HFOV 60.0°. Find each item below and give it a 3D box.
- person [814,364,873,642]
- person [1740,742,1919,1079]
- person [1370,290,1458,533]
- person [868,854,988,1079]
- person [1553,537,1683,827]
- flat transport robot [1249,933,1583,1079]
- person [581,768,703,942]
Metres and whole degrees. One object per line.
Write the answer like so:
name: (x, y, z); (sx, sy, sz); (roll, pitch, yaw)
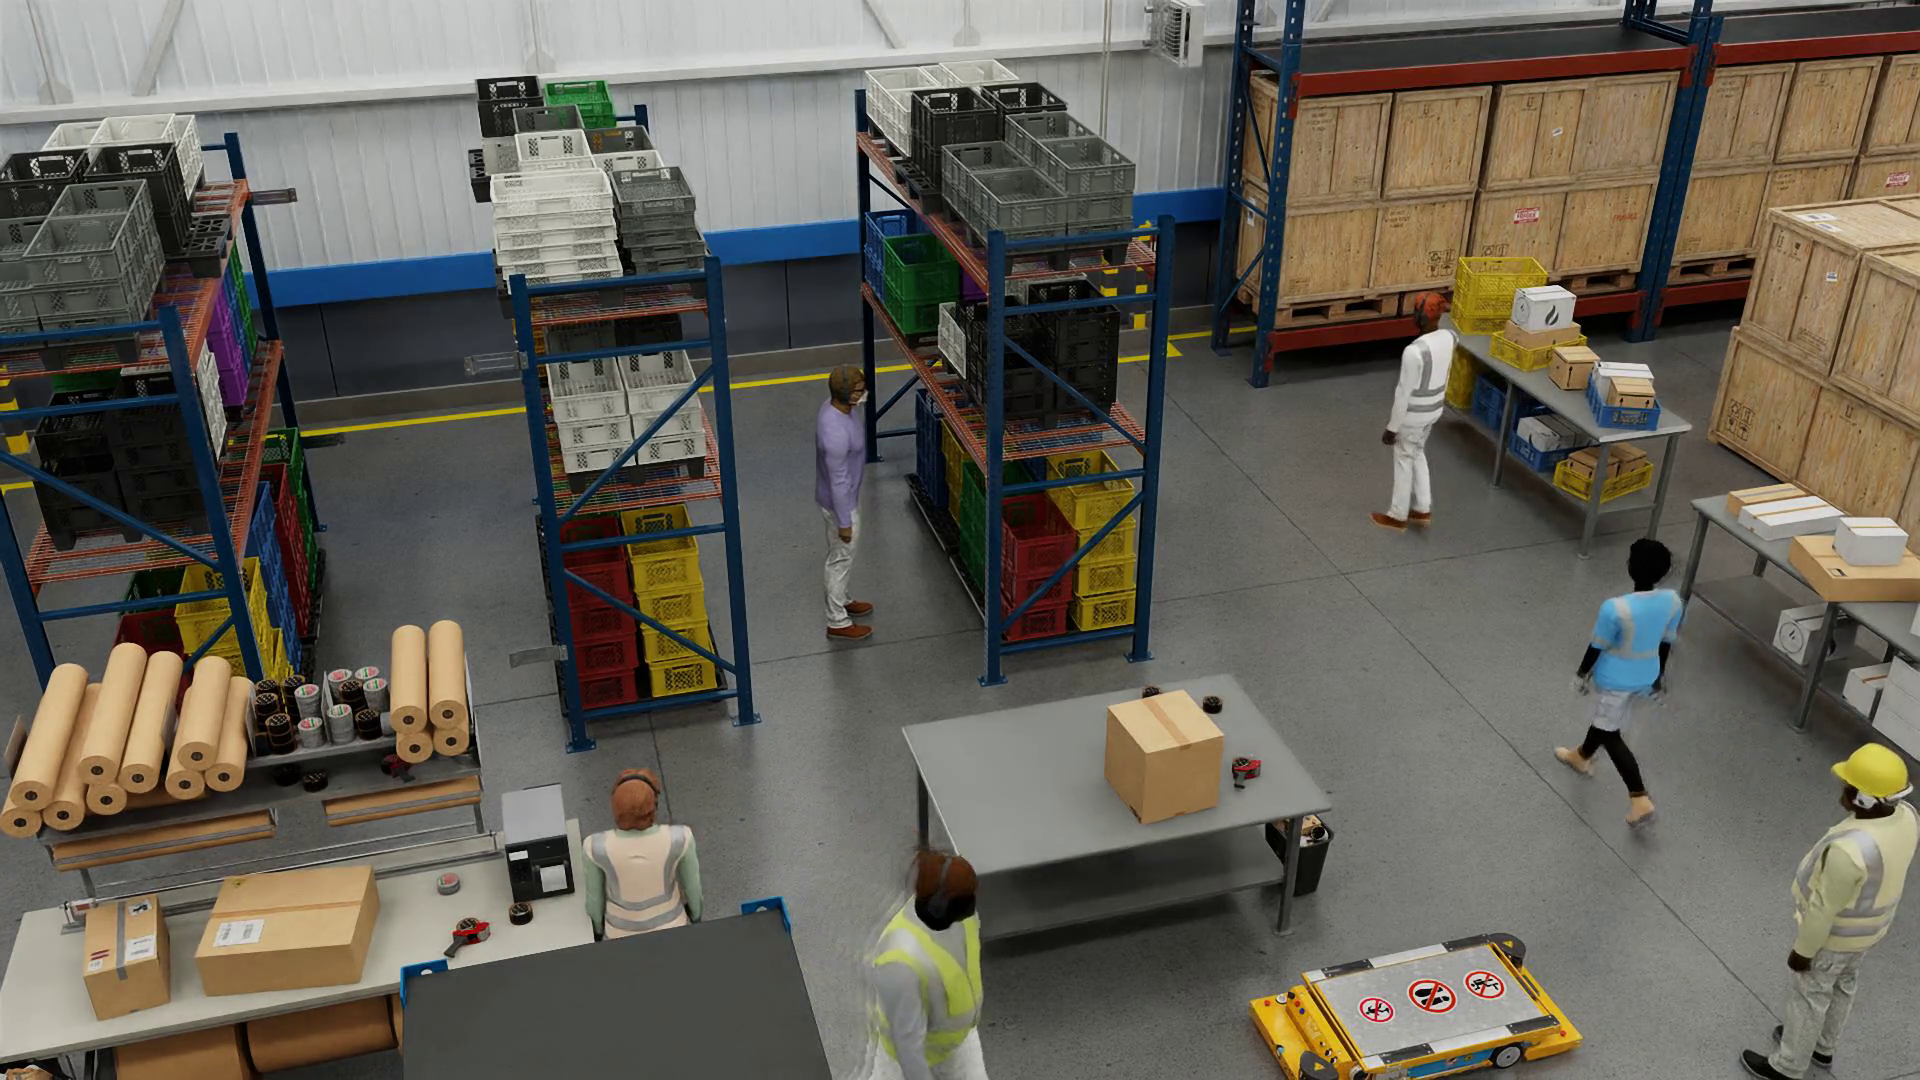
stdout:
person: (-0.766, -0.250, 10.876); (0.371, 1.933, 0.634); (-1, 29, -3)
person: (3.924, 1.694, 7.451); (0.594, 1.825, 0.403); (-19, 34, -31)
person: (3.324, -0.925, 12.160); (0.581, 1.884, 0.369); (-24, 37, -37)
person: (-0.093, 2.039, 6.870); (0.993, 1.782, 0.646); (16, 33, 26)
person: (3.754, 0.777, 9.289); (0.527, 1.662, 0.835); (-13, 31, -22)
flat transport robot: (2.184, 2.282, 7.980); (1.431, 0.197, 0.652); (-8, 30, -14)
person: (-1.421, 1.754, 7.539); (0.518, 1.631, 0.315); (-6, 29, -11)
